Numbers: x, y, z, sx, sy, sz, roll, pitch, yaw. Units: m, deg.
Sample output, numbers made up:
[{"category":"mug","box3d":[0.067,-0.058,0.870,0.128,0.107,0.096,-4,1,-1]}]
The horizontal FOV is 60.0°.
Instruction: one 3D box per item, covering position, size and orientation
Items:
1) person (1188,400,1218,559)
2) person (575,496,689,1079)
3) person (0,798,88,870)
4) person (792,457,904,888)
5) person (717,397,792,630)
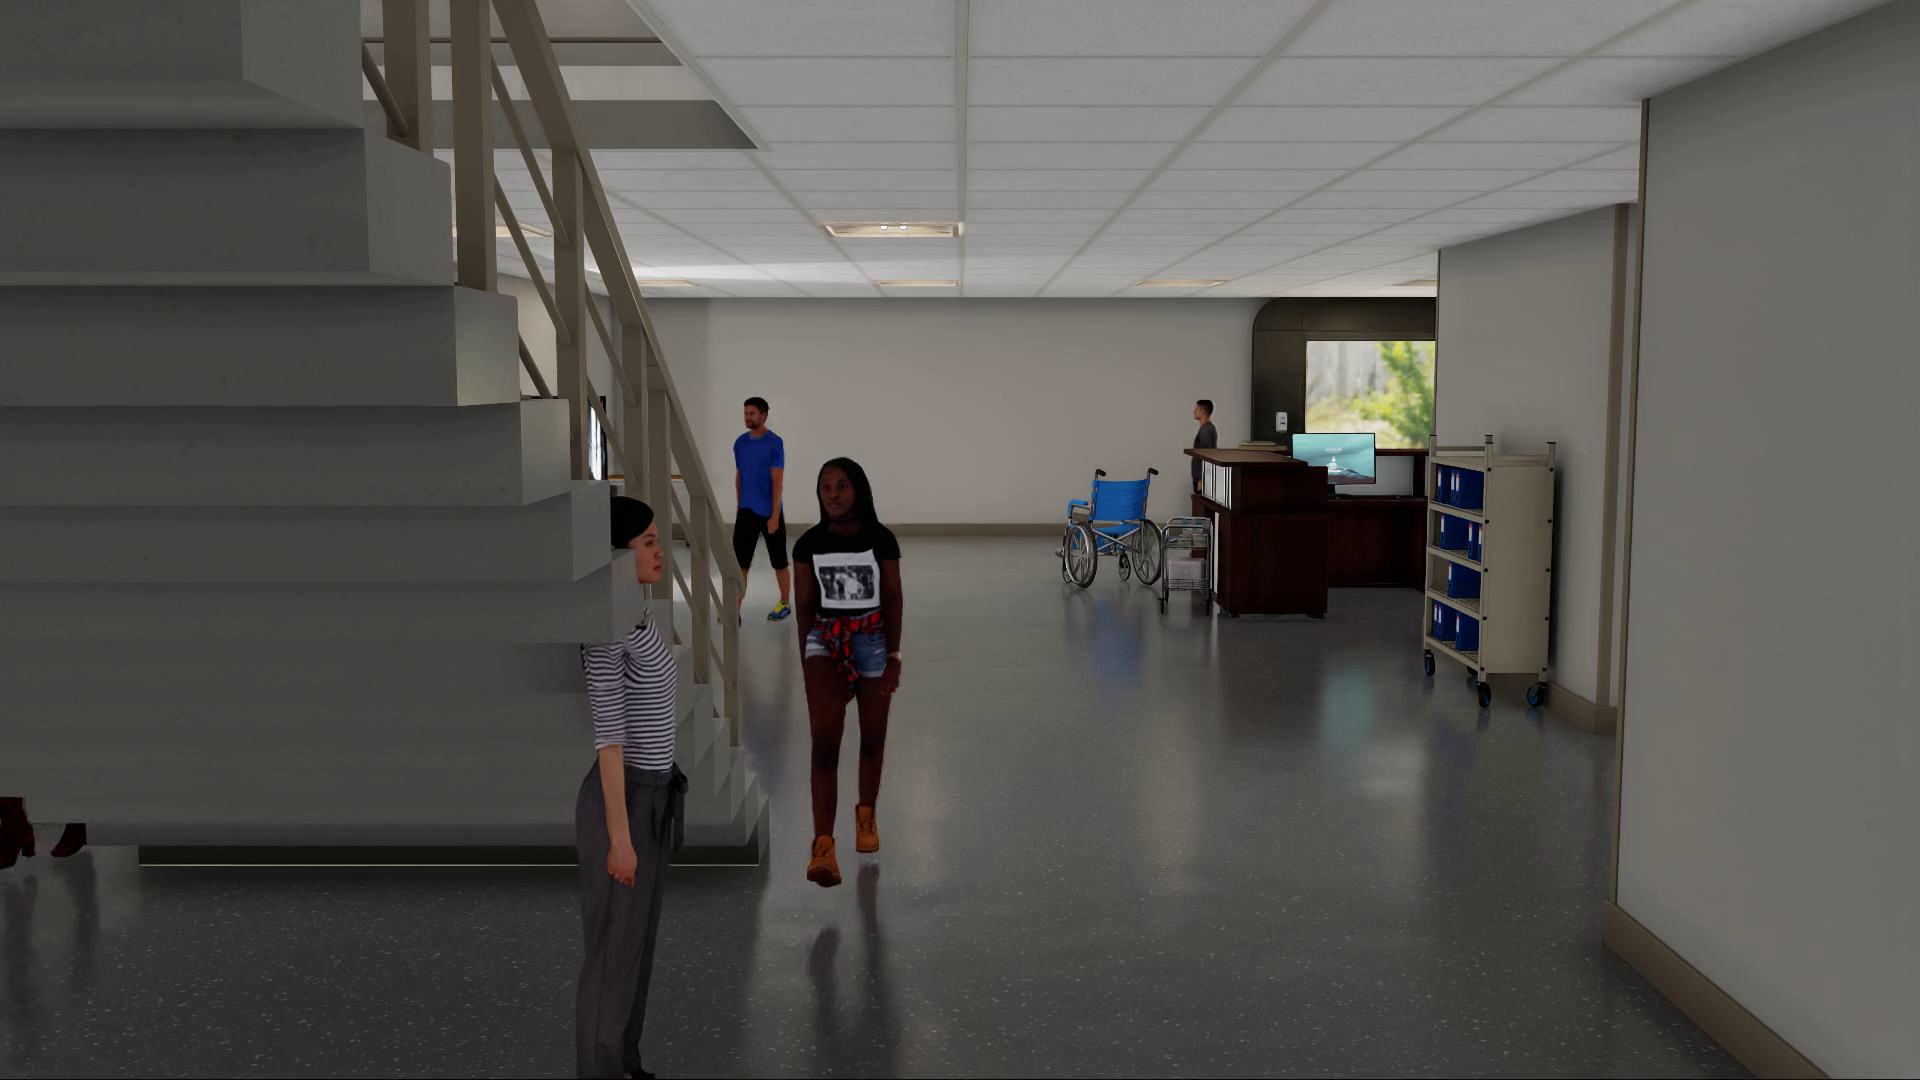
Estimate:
[{"category":"person","box3d":[2.701,-0.670,18.371,0.725,1.760,0.538,1,6,13]},{"category":"person","box3d":[-0.919,0.741,4.487,0.647,1.733,0.440,0,6,0]},{"category":"person","box3d":[-3.804,0.506,7.026,0.632,1.693,0.739,1,6,5]},{"category":"person","box3d":[-0.433,0.539,6.828,0.602,1.667,1.208,0,6,-1]},{"category":"person","box3d":[-1.541,-0.190,13.342,0.952,1.813,1.294,2,6,22]}]
